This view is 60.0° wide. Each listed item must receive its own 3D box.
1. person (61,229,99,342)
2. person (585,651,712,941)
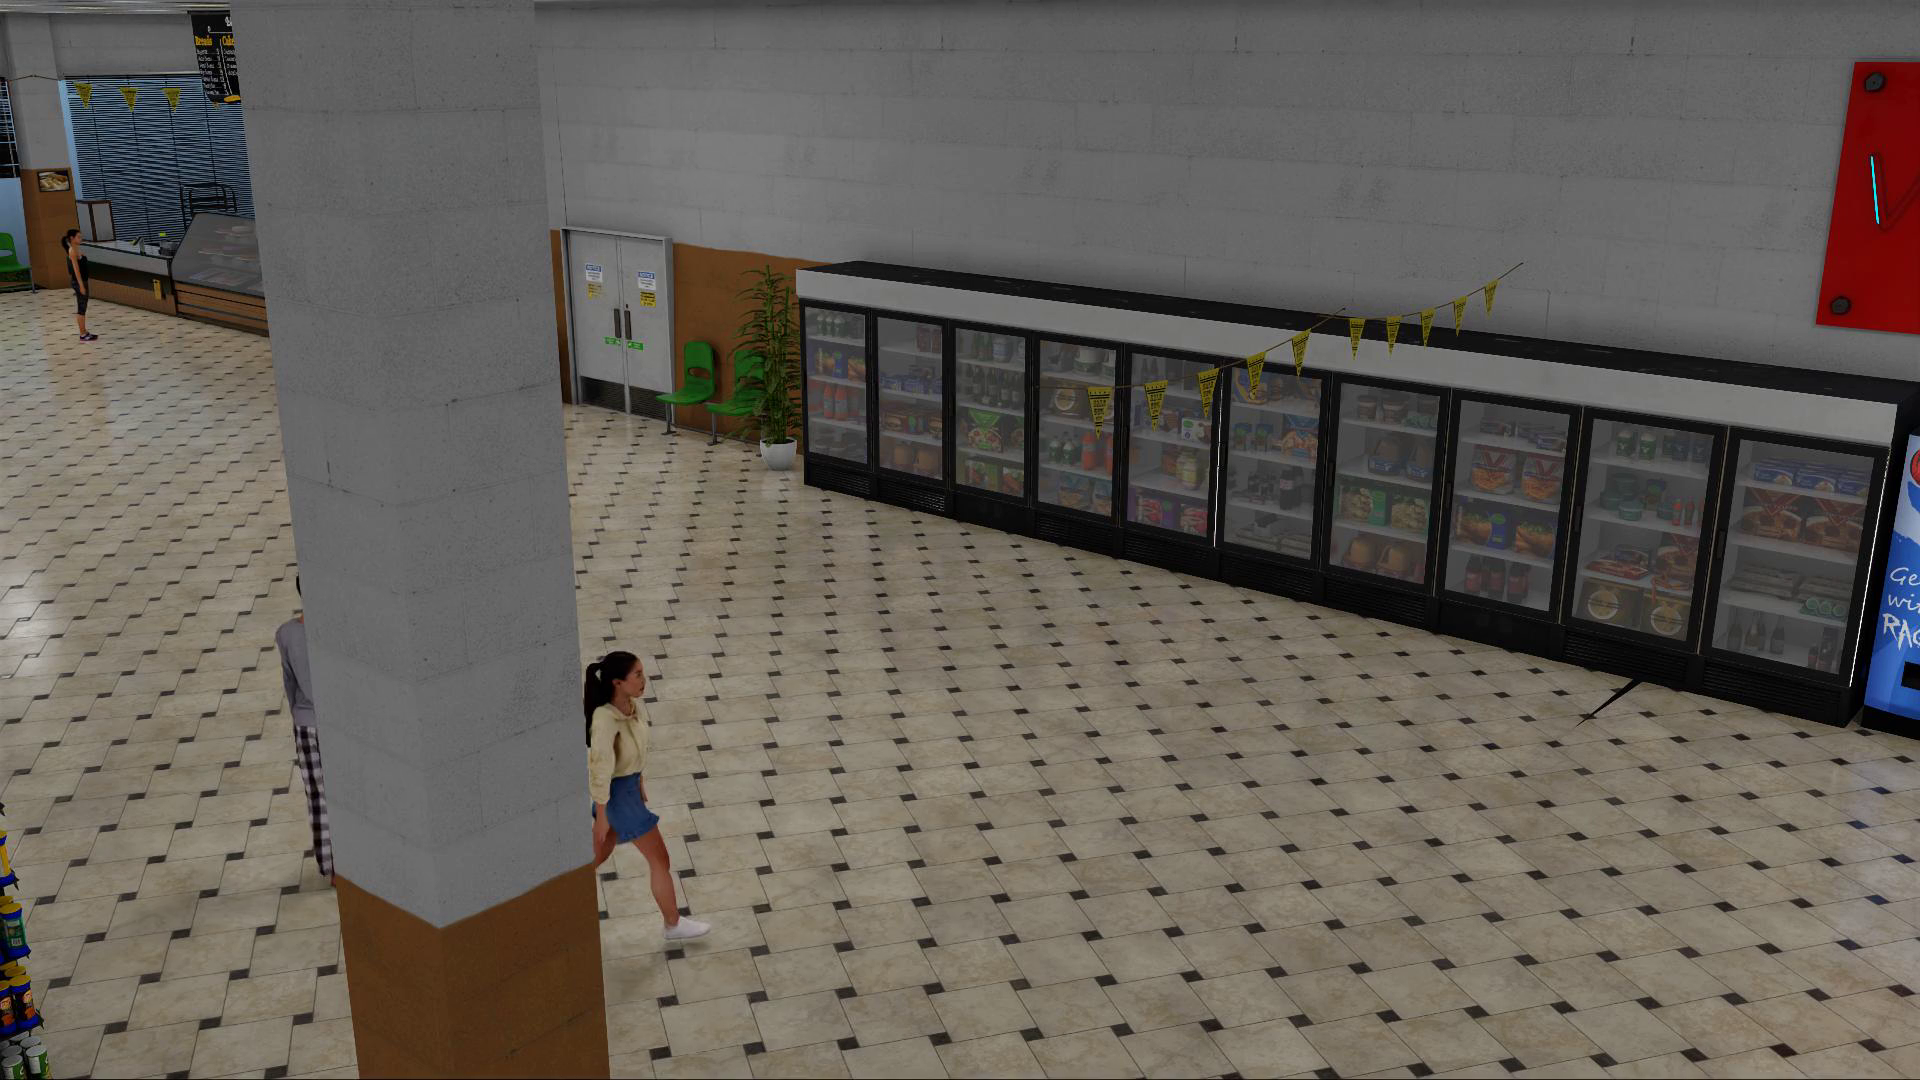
[{"bbox_3d":[-13.805,-4.000,26.064,0.679,1.726,0.660,-7,18,-21],"label":"person"},{"bbox_3d":[-1.853,1.361,8.650,1.151,1.587,1.145,0,17,1],"label":"person"}]
